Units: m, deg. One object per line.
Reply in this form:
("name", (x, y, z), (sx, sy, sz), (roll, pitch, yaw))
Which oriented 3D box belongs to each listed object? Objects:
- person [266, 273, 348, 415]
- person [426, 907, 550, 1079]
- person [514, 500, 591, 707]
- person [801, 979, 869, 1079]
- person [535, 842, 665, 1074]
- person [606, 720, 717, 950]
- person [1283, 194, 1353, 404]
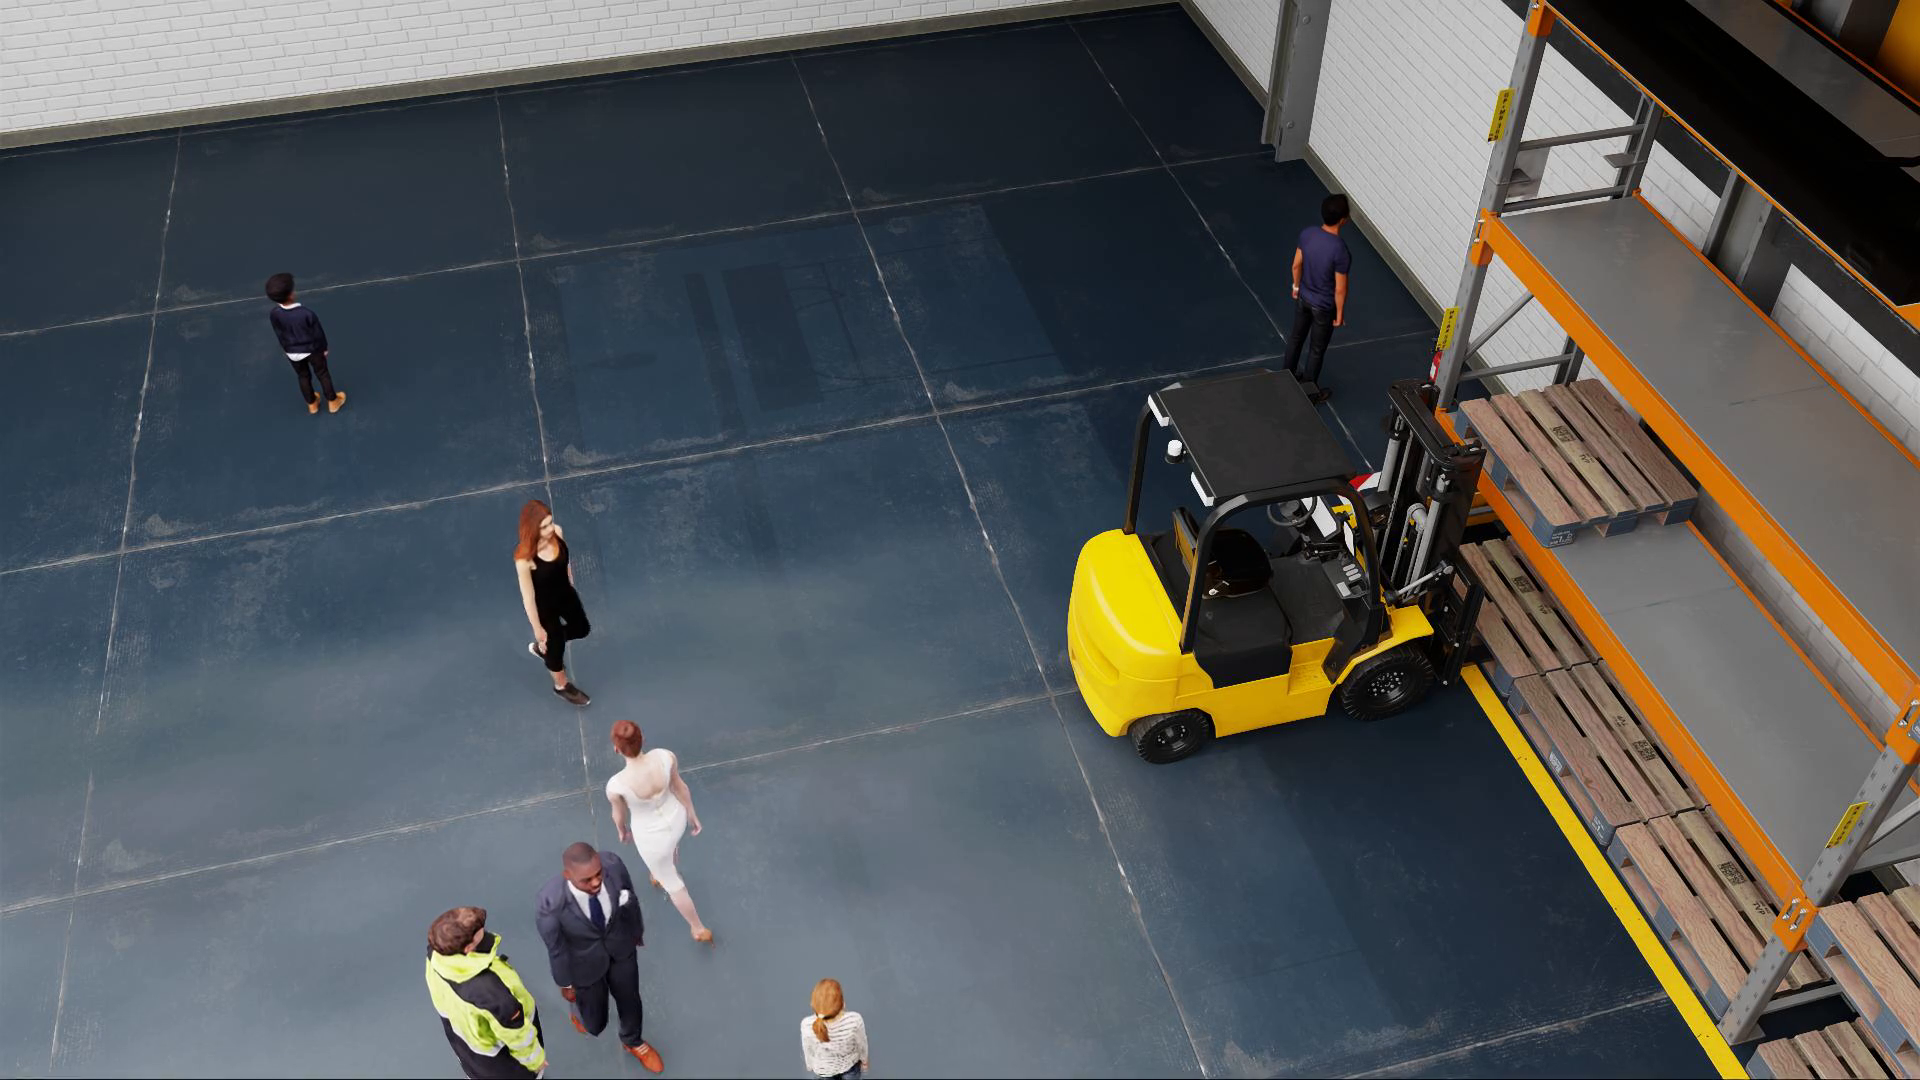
("person", (-4.985, -1.485, 12.614), (0.547, 1.223, 0.537), (0, 44, 0))
("person", (-2.247, 2.379, 8.007), (0.823, 1.983, 0.930), (29, 51, 27))
("person", (-2.602, 0.358, 10.327), (0.894, 1.710, 0.838), (23, 48, 23))
("person", (-0.620, 2.638, 8.227), (0.561, 1.304, 0.794), (-3, 44, -3))
("person", (-1.890, 2.075, 8.455), (0.892, 1.806, 0.988), (-32, 52, -29))
("person", (-1.557, 1.650, 8.929), (0.825, 1.766, 0.976), (-29, 51, -27))
("person", (2.689, -1.815, 12.548), (0.780, 1.792, 0.620), (-31, 52, -28))
